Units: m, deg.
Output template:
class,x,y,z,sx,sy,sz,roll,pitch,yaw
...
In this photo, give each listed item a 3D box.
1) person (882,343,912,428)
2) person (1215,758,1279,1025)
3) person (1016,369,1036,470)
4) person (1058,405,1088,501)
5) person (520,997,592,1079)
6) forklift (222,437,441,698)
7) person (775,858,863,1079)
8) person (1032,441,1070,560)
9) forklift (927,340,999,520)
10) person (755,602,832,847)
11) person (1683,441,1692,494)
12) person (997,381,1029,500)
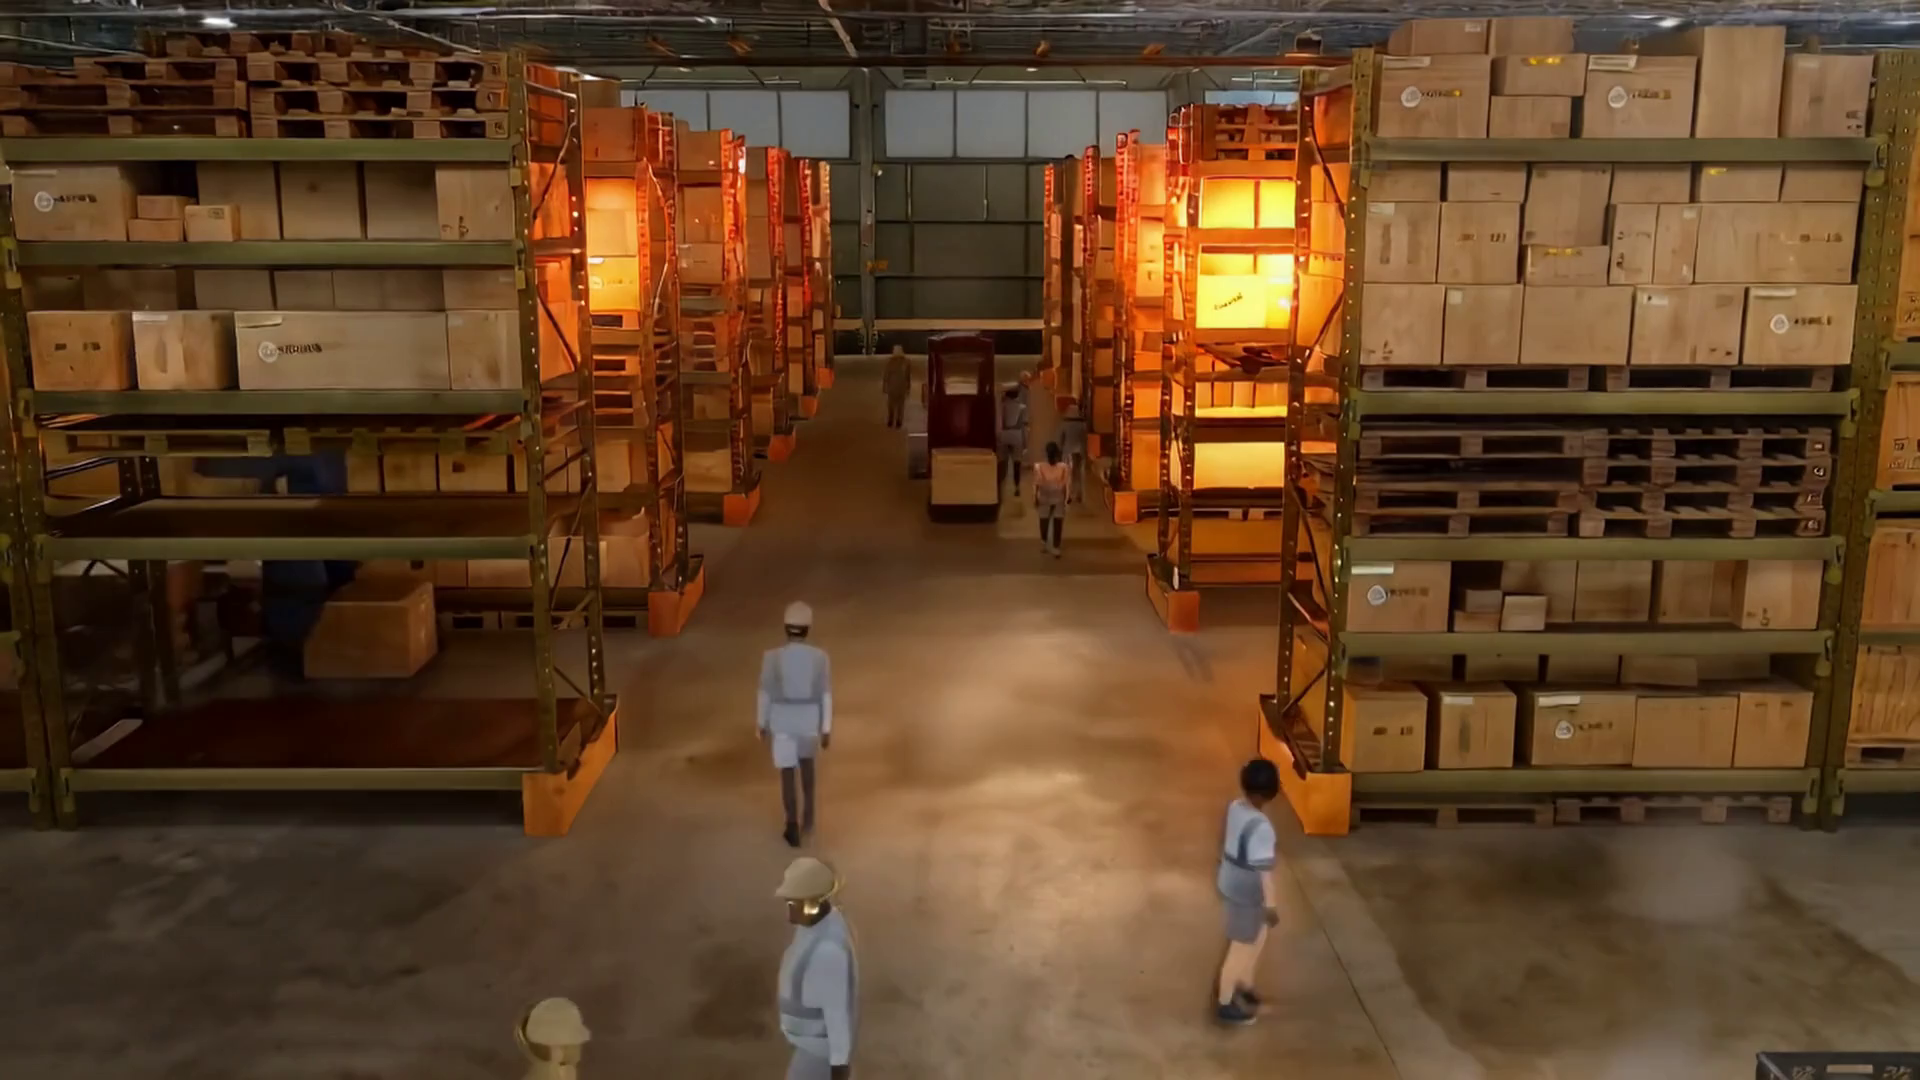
class,x,y,z,sx,sy,sz,roll,pitch,yaw
person,-1.417,-3.467,37.352,0.677,1.882,0.698,-2,12,-8
person,1.800,2.135,10.107,0.554,1.675,0.552,-2,12,-9
person,1.227,-2.280,31.458,0.399,1.900,0.650,0,11,0
person,1.906,-1.465,28.083,0.515,1.619,0.335,1,11,6
person,-1.678,2.734,6.936,0.363,1.753,0.551,1,11,5
forklift,-6.389,0.185,16.784,1.873,2.768,1.129,0,11,-1
person,-0.766,2.438,8.351,0.942,1.778,0.620,-2,12,-8
person,1.293,-0.605,23.721,0.537,1.673,0.785,-1,11,-3
forklift,0.034,-1.815,26.697,1.129,2.768,1.873,0,11,-2
person,-1.303,1.432,13.029,0.570,1.912,0.563,-3,12,-15
person,9.992,-0.552,23.178,0.778,1.809,0.608,1,11,5
person,0.849,-1.696,28.298,0.618,2.013,0.943,2,12,12
